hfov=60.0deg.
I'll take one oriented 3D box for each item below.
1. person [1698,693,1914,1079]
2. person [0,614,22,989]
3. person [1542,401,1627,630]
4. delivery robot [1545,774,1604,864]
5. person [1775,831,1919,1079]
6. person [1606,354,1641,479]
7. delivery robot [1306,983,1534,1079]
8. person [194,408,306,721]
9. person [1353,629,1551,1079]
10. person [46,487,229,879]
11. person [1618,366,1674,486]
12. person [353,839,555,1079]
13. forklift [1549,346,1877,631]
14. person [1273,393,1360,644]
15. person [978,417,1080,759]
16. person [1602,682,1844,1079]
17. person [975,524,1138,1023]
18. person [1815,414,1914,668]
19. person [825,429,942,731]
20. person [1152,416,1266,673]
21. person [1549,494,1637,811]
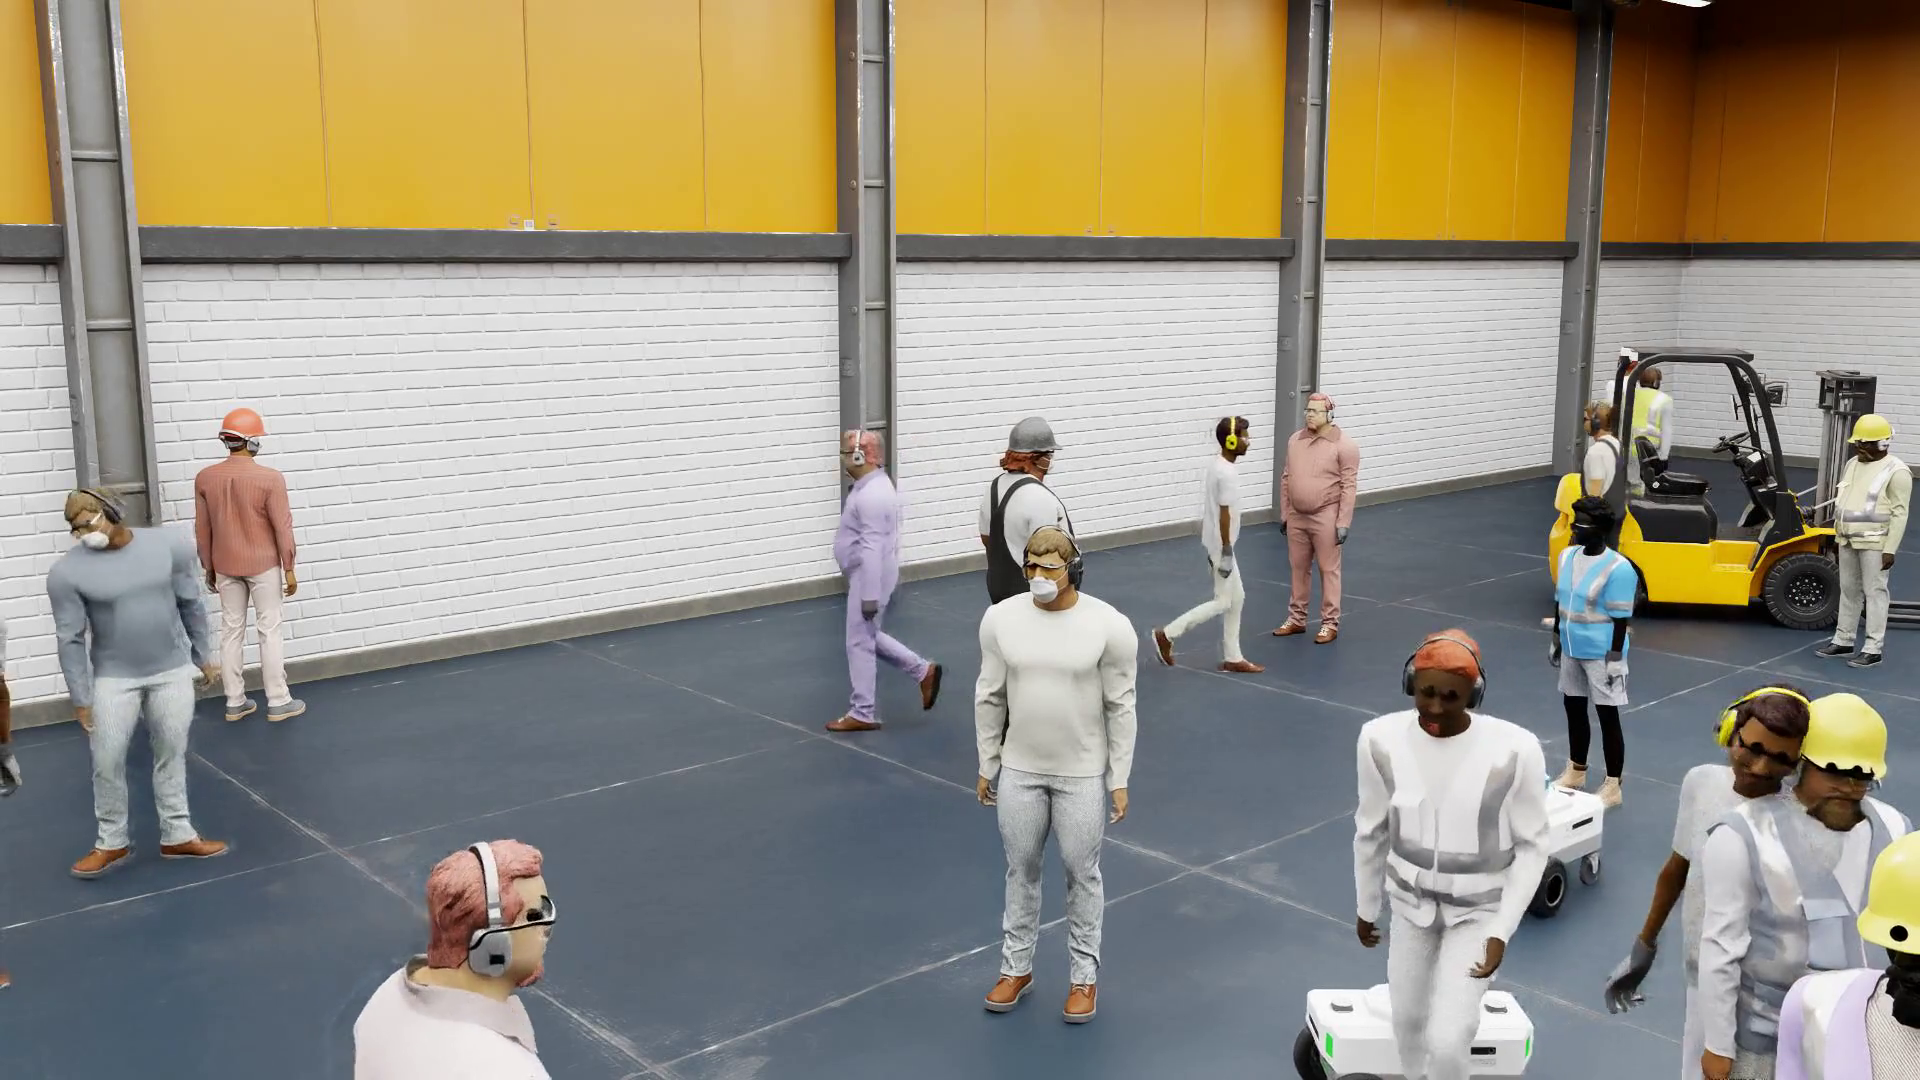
[{"bbox_3d":[2.249,1.287,4.420,0.597,1.828,0.403,-2,10,-11],"label":"person"},{"bbox_3d":[-4.158,0.904,6.781,0.694,1.809,0.521,4,10,20],"label":"person"},{"bbox_3d":[4.918,-0.175,12.992,0.527,1.817,0.733,-9,13,-41],"label":"person"},{"bbox_3d":[2.658,1.320,7.683,0.707,0.478,0.477,-8,13,-39],"label":"delivery robot"},{"bbox_3d":[1.762,1.463,3.103,0.368,1.926,0.594,-8,13,-40],"label":"person"},{"bbox_3d":[7.458,-1.179,18.697,0.584,1.882,0.345,-3,10,-18],"label":"person"},{"bbox_3d":[1.546,1.673,5.615,0.707,0.478,0.477,0,10,1],"label":"delivery robot"},{"bbox_3d":[-4.497,0.160,10.537,0.625,1.992,0.388,1,10,6],"label":"person"},{"bbox_3d":[1.523,1.154,5.185,0.598,1.834,0.648,7,12,34],"label":"person"},{"bbox_3d":[-3.907,0.665,7.921,0.711,1.894,0.360,-9,13,-42],"label":"person"},{"bbox_3d":[6.981,-0.879,17.149,0.631,1.815,0.658,-6,12,-33],"label":"person"},{"bbox_3d":[-1.004,1.493,3.163,0.916,1.864,0.676,-6,11,-30],"label":"person"},{"bbox_3d":[6.109,-0.478,13.691,2.313,2.155,1.214,3,10,16],"label":"forklift"},{"bbox_3d":[2.708,-0.172,12.728,0.409,1.913,0.642,-9,13,-44],"label":"person"},{"bbox_3d":[0.436,0.305,9.556,0.535,2.000,0.673,-5,11,-27],"label":"person"},{"bbox_3d":[2.137,1.260,4.590,0.393,1.842,0.612,-3,10,-17],"label":"person"},{"bbox_3d":[0.359,0.892,6.413,0.635,1.937,0.352,3,10,19],"label":"person"},{"bbox_3d":[6.501,0.004,11.957,0.403,1.822,0.588,-2,10,-12],"label":"person"},{"bbox_3d":[-0.474,0.251,10.303,0.664,1.885,0.668,0,10,0],"label":"person"},{"bbox_3d":[1.769,0.044,11.683,0.729,1.847,0.494,1,10,5],"label":"person"},{"bbox_3d":[3.373,0.593,8.904,0.323,1.689,0.537,-3,10,-19],"label":"person"}]
